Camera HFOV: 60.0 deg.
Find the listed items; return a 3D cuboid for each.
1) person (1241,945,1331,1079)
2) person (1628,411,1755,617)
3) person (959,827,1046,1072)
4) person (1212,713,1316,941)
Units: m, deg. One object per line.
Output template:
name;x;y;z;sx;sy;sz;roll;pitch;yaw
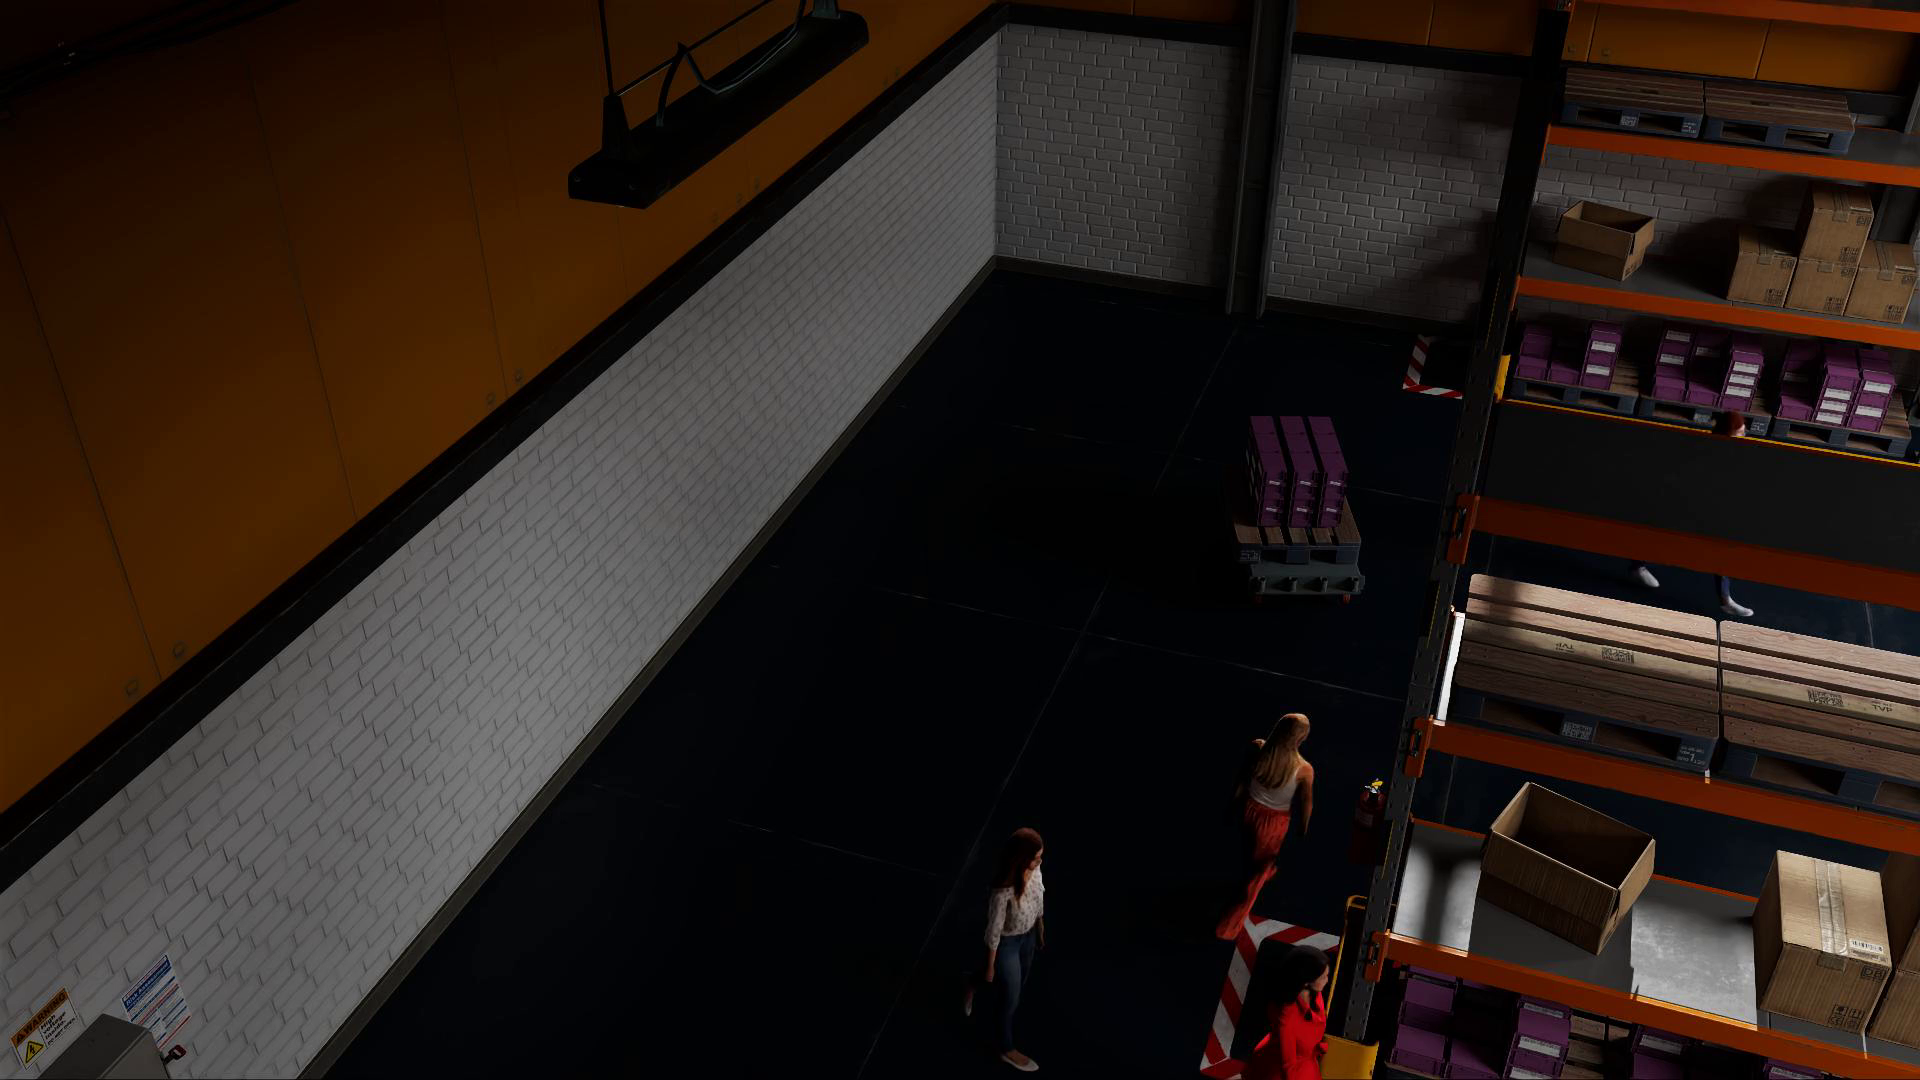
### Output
person;1.633;2.777;8.862;1.142;1.703;0.877;26;42;34
person;5.902;-0.241;13.376;1.317;1.734;0.912;25;41;33
person;0.240;2.273;9.619;0.836;1.706;1.032;-28;43;-36
person;1.826;1.824;10.243;1.078;1.763;0.969;23;40;30
